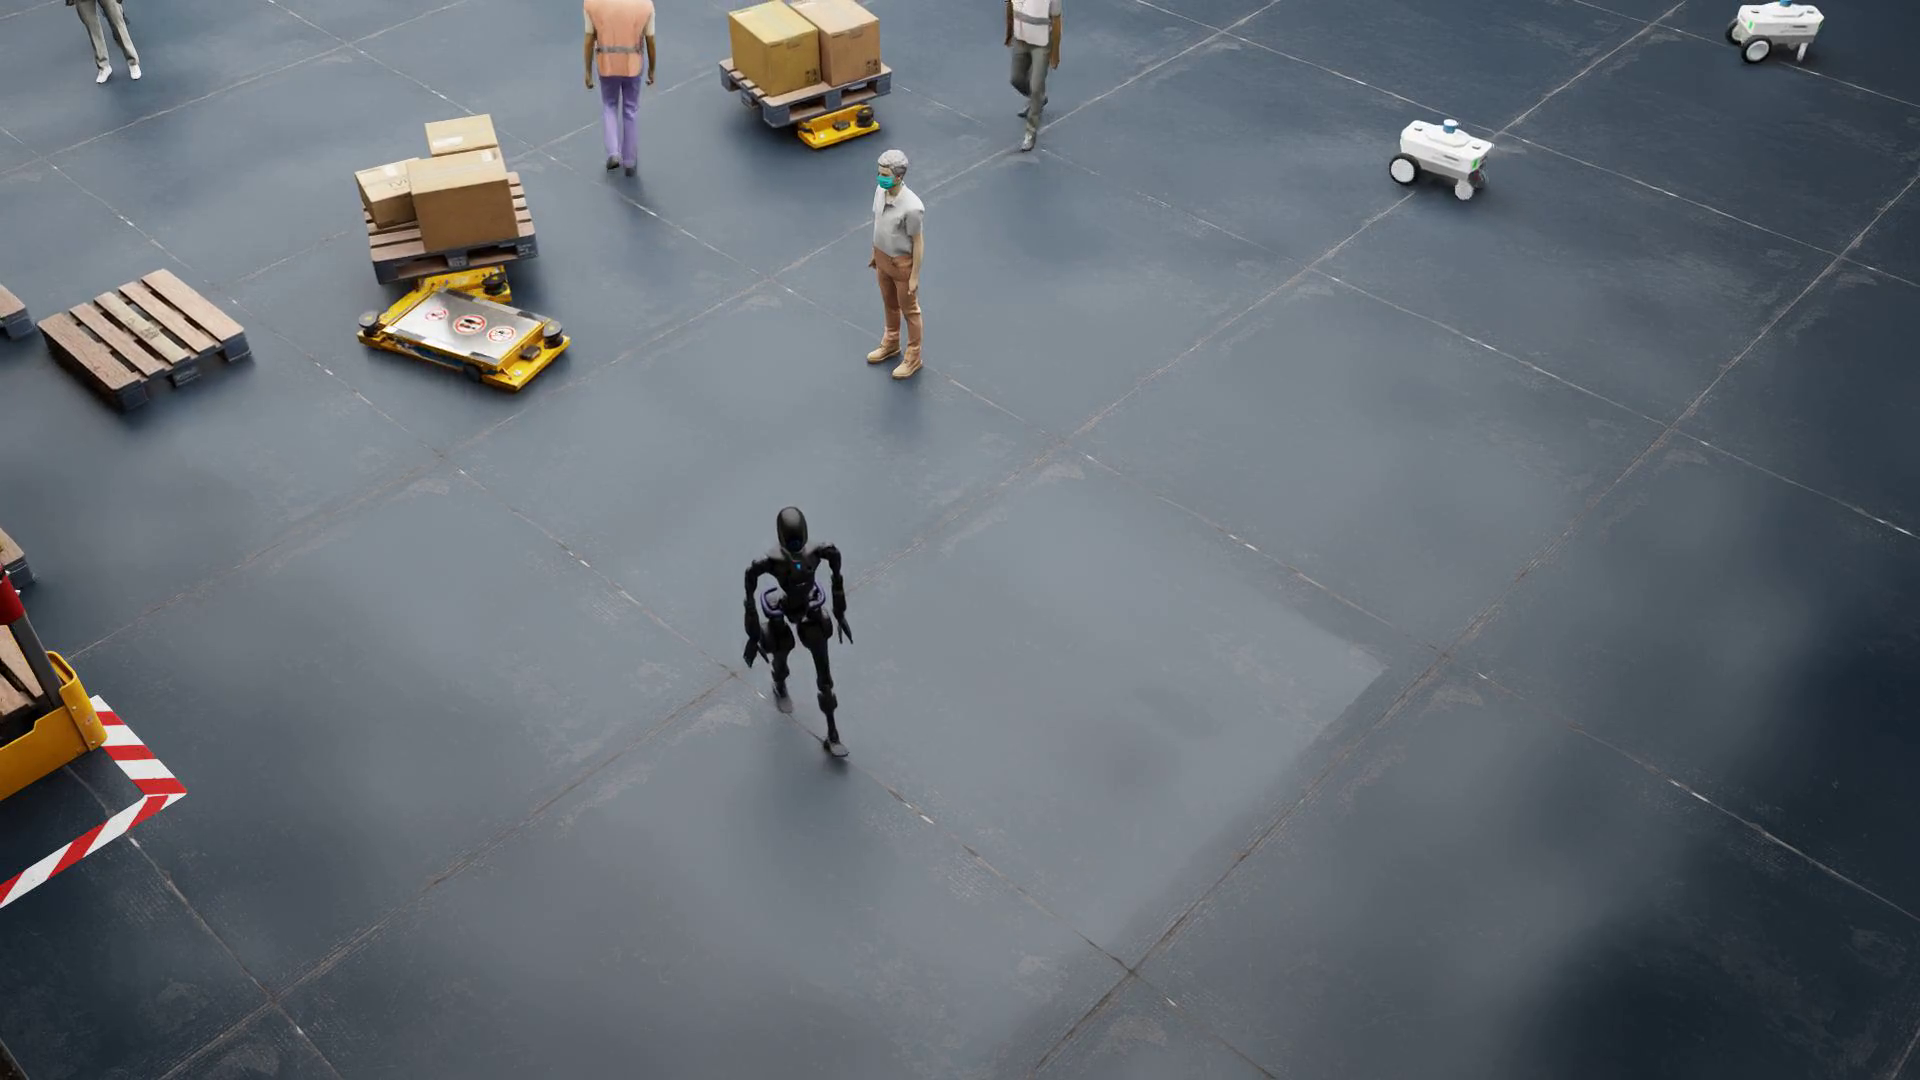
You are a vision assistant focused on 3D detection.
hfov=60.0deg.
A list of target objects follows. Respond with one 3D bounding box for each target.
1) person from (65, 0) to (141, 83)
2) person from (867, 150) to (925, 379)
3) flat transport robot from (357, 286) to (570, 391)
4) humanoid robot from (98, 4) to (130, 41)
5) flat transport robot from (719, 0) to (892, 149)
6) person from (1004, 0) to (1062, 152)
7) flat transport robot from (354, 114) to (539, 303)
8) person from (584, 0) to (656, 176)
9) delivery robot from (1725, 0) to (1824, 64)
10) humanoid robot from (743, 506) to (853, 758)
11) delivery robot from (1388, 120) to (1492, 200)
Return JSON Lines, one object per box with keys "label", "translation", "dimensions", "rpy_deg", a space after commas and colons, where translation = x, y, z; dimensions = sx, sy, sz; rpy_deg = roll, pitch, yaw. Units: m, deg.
{"label": "person", "translation": [-7.816, -4.939, 14.988], "dimensions": [0.514, 1.642, 0.309], "rpy_deg": [-8, 43, -8]}
{"label": "person", "translation": [-0.448, -1.925, 11.560], "dimensions": [0.321, 1.748, 0.474], "rpy_deg": [-31, 51, -30]}
{"label": "flat transport robot", "translation": [-3.649, -1.507, 12.201], "dimensions": [1.431, 0.231, 0.659], "rpy_deg": [17, 45, 18]}
{"label": "humanoid robot", "translation": [-8.185, -5.573, 15.708], "dimensions": [0.610, 1.647, 0.683], "rpy_deg": [-27, 49, -27]}
{"label": "flat transport robot", "translation": [-1.376, -3.949, 14.916], "dimensions": [0.659, 0.231, 1.431], "rpy_deg": [-24, 47, -24]}
{"label": "person", "translation": [0.649, -4.260, 14.114], "dimensions": [0.610, 1.819, 0.632], "rpy_deg": [26, 48, 26]}
{"label": "flat transport robot", "translation": [-3.952, -2.257, 13.035], "dimensions": [0.659, 0.231, 1.431], "rpy_deg": [-13, 44, -14]}
{"label": "person", "translation": [-2.770, -3.870, 13.678], "dimensions": [0.633, 1.804, 0.500], "rpy_deg": [-5, 42, -5]}
{"label": "delivery robot", "translation": [7.680, -4.826, 15.673], "dimensions": [0.762, 0.590, 0.525], "rpy_deg": [0, 42, 0]}
{"label": "humanoid robot", "translation": [-0.880, 0.465, 8.988], "dimensions": [0.610, 1.622, 0.774], "rpy_deg": [-15, 44, -16]}
{"label": "delivery robot", "translation": [4.011, -3.221, 13.907], "dimensions": [0.791, 0.614, 0.499], "rpy_deg": [27, 48, 26]}
